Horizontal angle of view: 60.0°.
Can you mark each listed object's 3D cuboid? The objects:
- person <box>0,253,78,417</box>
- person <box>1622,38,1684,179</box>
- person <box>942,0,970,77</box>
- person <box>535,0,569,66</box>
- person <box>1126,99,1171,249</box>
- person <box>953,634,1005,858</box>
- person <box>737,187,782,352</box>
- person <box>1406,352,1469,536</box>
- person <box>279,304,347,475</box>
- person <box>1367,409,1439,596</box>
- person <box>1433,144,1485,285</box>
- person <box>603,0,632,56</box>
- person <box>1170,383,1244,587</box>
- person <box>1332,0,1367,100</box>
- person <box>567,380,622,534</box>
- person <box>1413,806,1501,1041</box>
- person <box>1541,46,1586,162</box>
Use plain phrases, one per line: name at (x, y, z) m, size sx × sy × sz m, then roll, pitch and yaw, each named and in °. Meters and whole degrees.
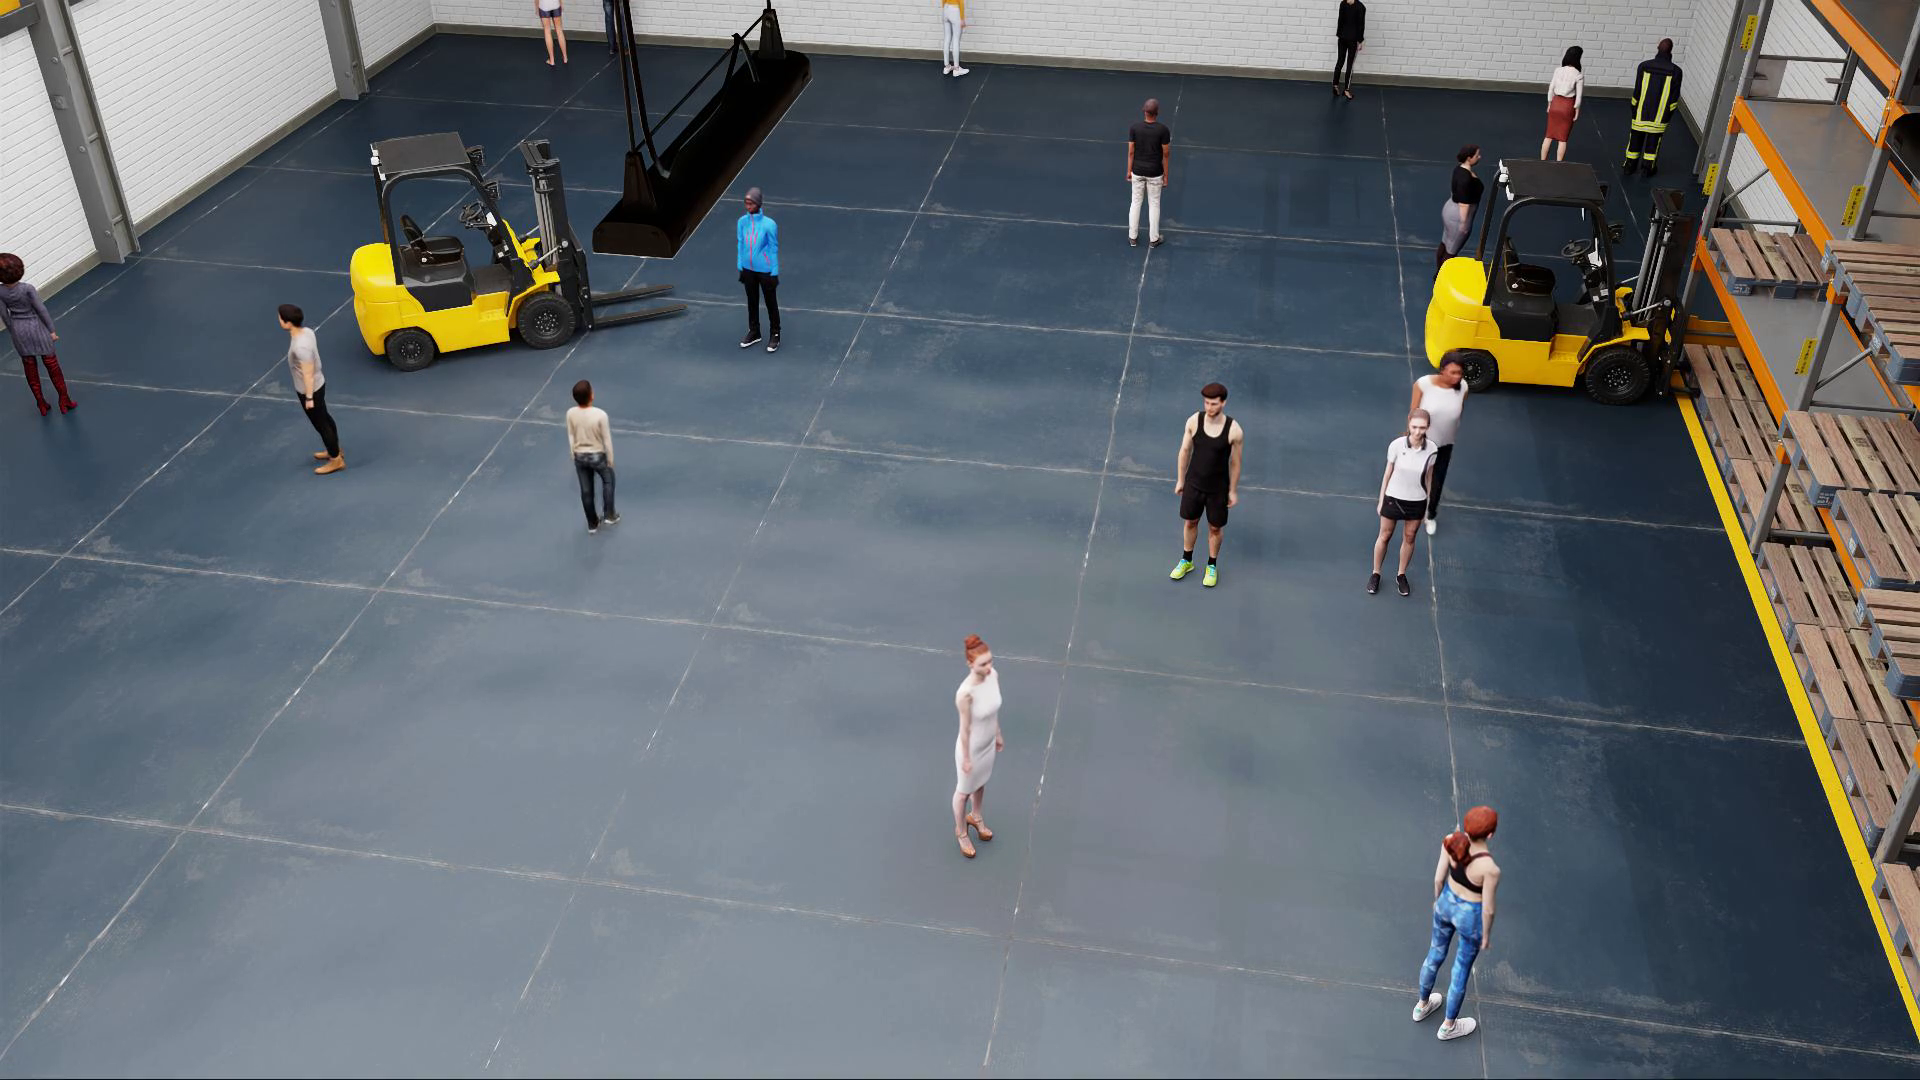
person at (-9.220, -2.039, 16.501) m, size 0.637 × 1.711 × 0.608 m, roll -4°, pitch 34°, yaw -6°
person at (9.136, -5.710, 21.923) m, size 0.837 × 1.822 × 0.808 m, roll 18°, pitch 38°, yaw 25°
person at (-0.121, -8.007, 25.444) m, size 0.729 × 1.751 × 0.687 m, roll -28°, pitch 42°, yaw -35°
person at (-6.392, -8.290, 25.888) m, size 0.691 × 1.729 × 0.735 m, roll -18°, pitch 38°, yaw -25°
person at (2.245, -4.405, 19.977) m, size 0.683 × 1.804 × 0.595 m, roll 9°, pitch 35°, yaw 13°
person at (0.107, 1.394, 11.263) m, size 0.701 × 1.791 × 0.571 m, roll 23°, pitch 40°, yaw 31°
person at (-2.131, -2.889, 17.704) m, size 0.648 × 1.794 × 0.586 m, roll 11°, pitch 35°, yaw 16°
person at (4.217, -0.954, 14.915) m, size 0.755 × 1.659 × 1.102 m, roll 2°, pitch 34°, yaw 3°
person at (-6.077, -1.437, 15.589) m, size 0.740 × 1.717 × 0.604 m, roll -8°, pitch 35°, yaw -12°
person at (3.716, -0.323, 13.884) m, size 0.576 × 1.750 × 0.530 m, roll 4°, pitch 34°, yaw 6°
person at (5.633, -3.643, 18.869) m, size 0.734 × 1.760 × 0.569 m, roll 3°, pitch 34°, yaw 4°
person at (-5.493, -8.630, 26.285) m, size 0.684 × 1.856 × 0.593 m, roll 9°, pitch 35°, yaw 13°
person at (2.088, -0.482, 13.997) m, size 0.735 × 1.890 × 0.637 m, roll 13°, pitch 36°, yaw 18°
person at (5.731, -7.369, 24.524) m, size 0.704 × 1.706 × 0.725 m, roll 29°, pitch 43°, yaw 36°
person at (-3.287, -0.696, 14.713) m, size 0.600 × 1.453 × 0.582 m, roll 0°, pitch 34°, yaw -1°
person at (2.991, 2.274, 9.946) m, size 0.746 × 1.785 × 0.688 m, roll -22°, pitch 40°, yaw -30°
person at (7.914, -5.618, 21.849) m, size 0.679 × 1.750 × 0.692 m, roll 28°, pitch 42°, yaw 35°
